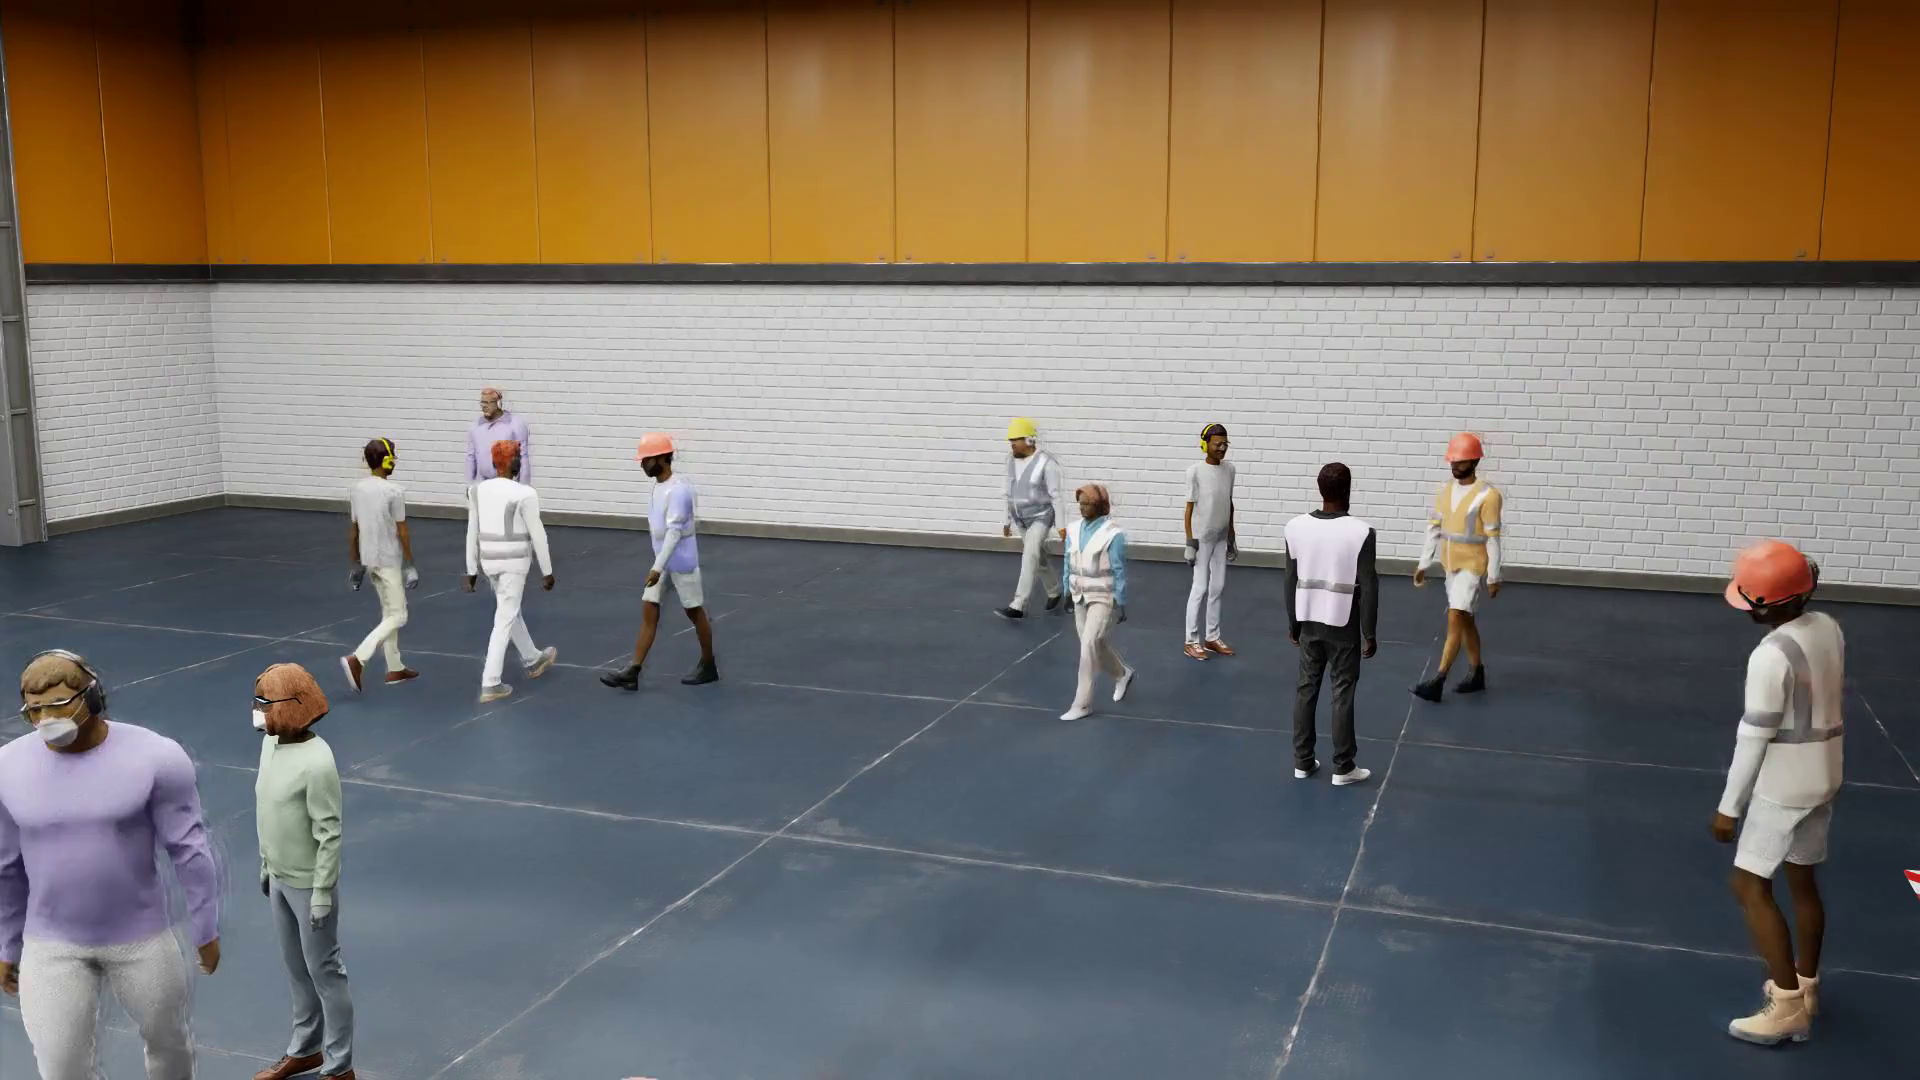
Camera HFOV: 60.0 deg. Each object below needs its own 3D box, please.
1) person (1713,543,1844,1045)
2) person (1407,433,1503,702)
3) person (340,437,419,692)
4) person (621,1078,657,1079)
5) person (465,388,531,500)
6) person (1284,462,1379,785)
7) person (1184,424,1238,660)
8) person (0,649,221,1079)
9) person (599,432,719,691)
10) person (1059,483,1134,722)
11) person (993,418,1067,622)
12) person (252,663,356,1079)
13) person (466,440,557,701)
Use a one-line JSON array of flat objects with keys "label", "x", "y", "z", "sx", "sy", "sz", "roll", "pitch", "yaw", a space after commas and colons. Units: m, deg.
[{"label": "person", "x": 3.299, "y": 0.991, "z": 6.604, "sx": 0.705, "sy": 1.994, "sz": 0.424, "roll": -7, "pitch": 12, "yaw": -37}, {"label": "person", "x": 3.469, "y": 0.199, "z": 11.790, "sx": 0.923, "sy": 1.899, "sz": 0.550, "roll": -4, "pitch": 10, "yaw": -25}, {"label": "person", "x": -4.228, "y": 0.183, "z": 12.054, "sx": 0.510, "sy": 1.842, "sz": 0.714, "roll": 5, "pitch": 11, "yaw": 30}, {"label": "person", "x": -0.389, "y": 1.702, "z": 2.542, "sx": 0.994, "sy": 1.896, "sz": 0.549, "roll": -3, "pitch": 10, "yaw": -20}, {"label": "person", "x": -4.618, "y": -0.569, "z": 16.565, "sx": 0.671, "sy": 1.890, "sz": 0.445, "roll": 2, "pitch": 9, "yaw": 15}, {"label": "person", "x": 2.194, "y": 0.495, "z": 9.871, "sx": 0.593, "sy": 1.922, "sz": 0.391, "roll": 7, "pitch": 12, "yaw": 38}, {"label": "person", "x": 1.980, "y": 0.005, "z": 13.106, "sx": 0.524, "sy": 1.863, "sz": 0.322, "roll": -6, "pitch": 11, "yaw": -34}, {"label": "person", "x": -2.738, "y": 1.243, "z": 5.354, "sx": 0.667, "sy": 1.903, "sz": 0.653, "roll": -3, "pitch": 10, "yaw": -18}, {"label": "person", "x": -2.168, "y": 0.169, "z": 12.005, "sx": 0.982, "sy": 1.874, "sz": 0.538, "roll": -7, "pitch": 12, "yaw": -38}, {"label": "person", "x": 0.959, "y": 0.398, "z": 11.436, "sx": 0.770, "sy": 1.612, "sz": 0.527, "roll": -8, "pitch": 12, "yaw": -40}, {"label": "person", "x": 0.665, "y": -0.192, "z": 14.601, "sx": 0.949, "sy": 1.779, "sz": 0.633, "roll": -8, "pitch": 12, "yaw": -41}, {"label": "person", "x": -2.420, "y": 1.249, "z": 6.080, "sx": 0.497, "sy": 1.633, "sz": 0.284, "roll": 8, "pitch": 12, "yaw": 42}, {"label": "person", "x": -3.225, "y": 0.186, "z": 12.059, "sx": 0.602, "sy": 1.826, "sz": 0.988, "roll": 4, "pitch": 10, "yaw": 26}]
